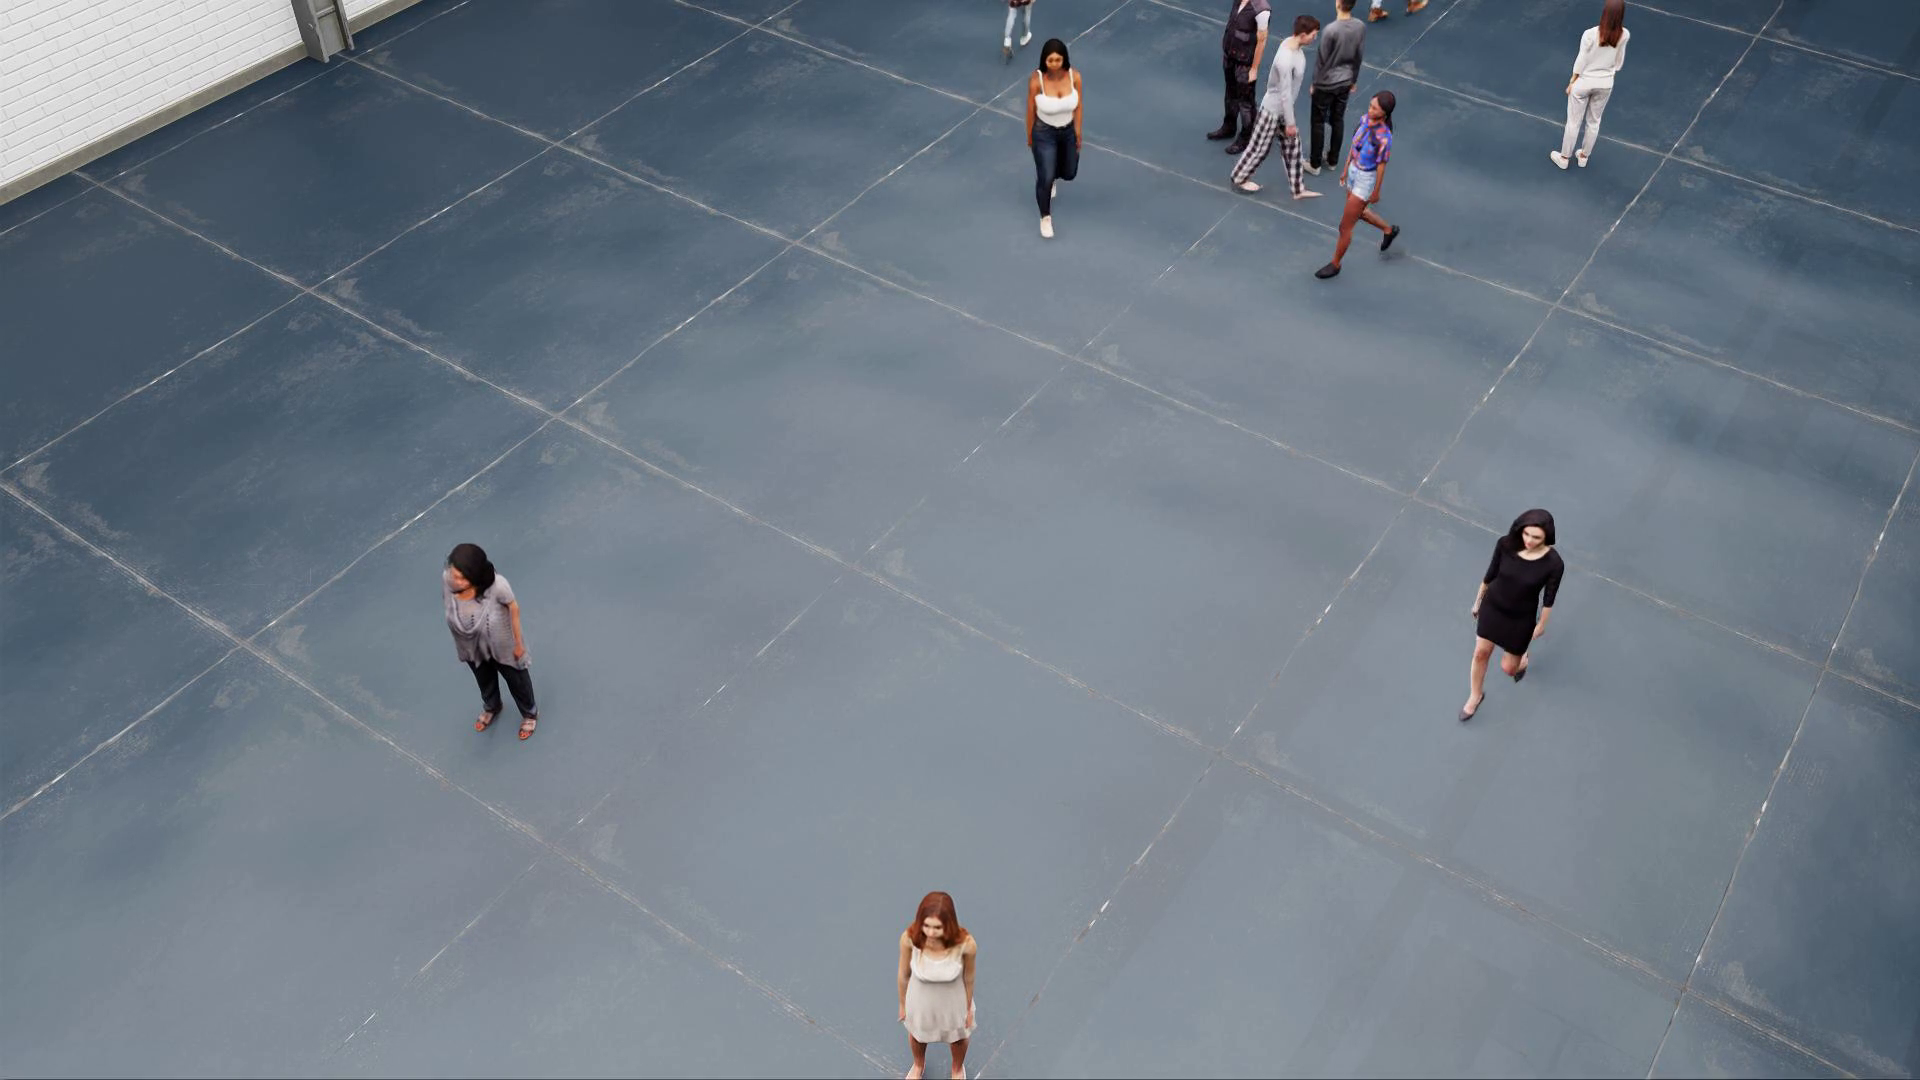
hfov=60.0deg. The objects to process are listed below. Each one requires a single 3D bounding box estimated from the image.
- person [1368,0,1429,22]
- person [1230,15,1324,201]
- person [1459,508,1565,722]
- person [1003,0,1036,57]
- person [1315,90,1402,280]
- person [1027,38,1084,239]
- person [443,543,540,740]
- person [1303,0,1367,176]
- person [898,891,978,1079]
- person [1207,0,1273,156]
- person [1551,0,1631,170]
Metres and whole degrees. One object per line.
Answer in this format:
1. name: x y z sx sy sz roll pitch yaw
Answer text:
1. person: 4.582 -6.307 17.466 1.048 1.811 0.832 -30 51 -27
2. person: 2.757 -3.871 14.922 0.818 1.793 1.082 17 46 17
3. person: 3.468 0.436 10.403 0.651 1.791 0.818 32 52 29
4. person: 0.594 -5.635 17.140 0.671 1.289 0.896 14 45 15
5. person: 3.482 -3.027 14.093 1.133 1.715 0.997 -13 45 -13
6. person: 0.821 -3.592 14.631 1.016 1.792 1.071 -7 44 -7
7. person: -2.937 0.591 10.368 0.733 1.614 0.769 9 44 10
8. person: 3.431 -4.201 15.294 0.646 1.758 0.762 -19 47 -19
9. person: -0.114 2.323 8.479 0.641 1.712 0.662 5 44 5
10. person: 2.664 -4.529 15.574 0.751 1.848 0.742 -17 46 -17
11. person: 5.852 -4.224 15.369 0.686 1.689 0.731 -4 44 -4
